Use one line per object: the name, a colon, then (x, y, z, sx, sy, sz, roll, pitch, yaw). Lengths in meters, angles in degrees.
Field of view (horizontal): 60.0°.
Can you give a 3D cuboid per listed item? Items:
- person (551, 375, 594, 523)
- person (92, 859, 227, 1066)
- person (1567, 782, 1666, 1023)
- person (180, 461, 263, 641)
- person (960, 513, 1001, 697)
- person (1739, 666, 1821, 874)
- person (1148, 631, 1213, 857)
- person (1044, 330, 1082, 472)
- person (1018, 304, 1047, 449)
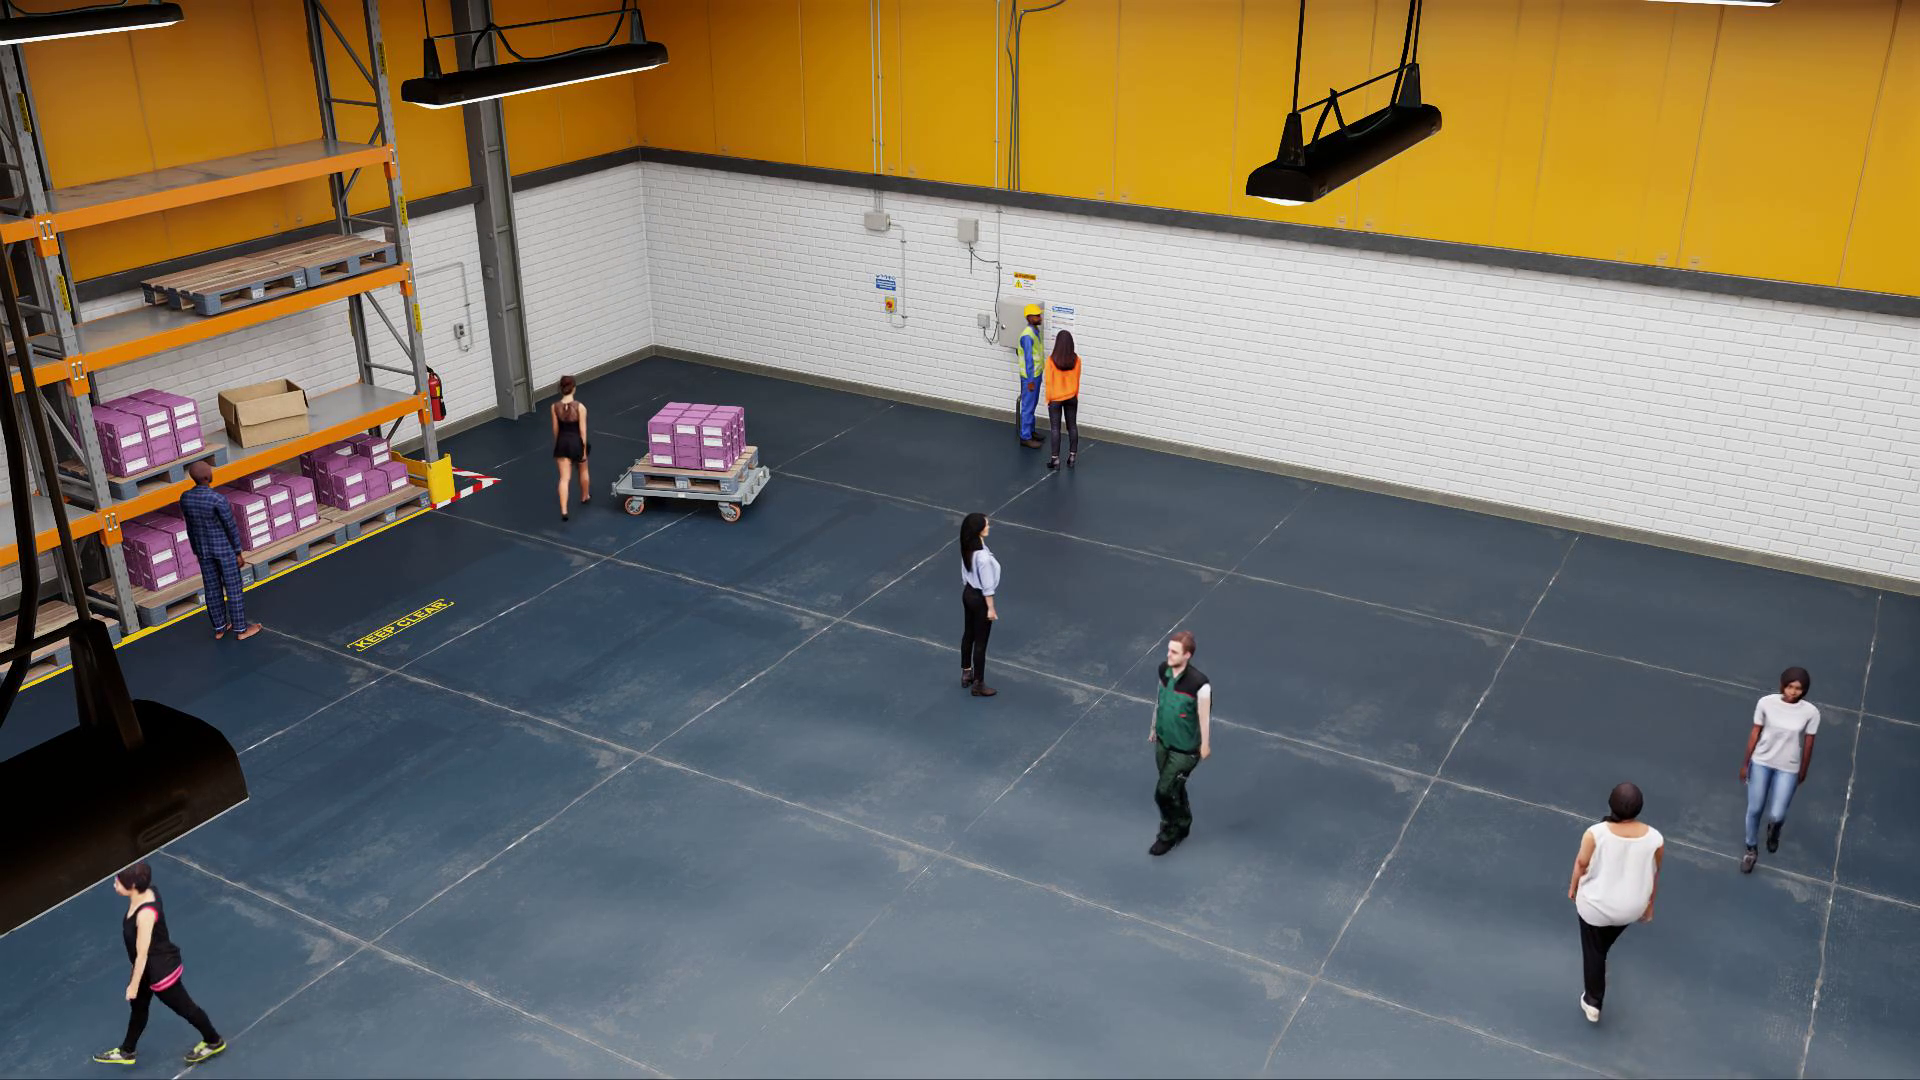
person: (-4.374, -0.990, 18.595, 0.936, 1.632, 1.223, 1, 24, 2)
person: (-4.940, 2.647, 10.414, 1.044, 1.520, 0.843, -14, 27, -28)
person: (4.251, 2.380, 10.861, 0.916, 1.652, 1.146, 3, 24, 7)
person: (-7.101, 0.095, 15.879, 0.743, 1.820, 0.732, 3, 24, 8)
person: (0.153, 0.564, 14.900, 0.750, 1.744, 0.732, -11, 26, -24)
person: (6.089, 1.671, 12.410, 0.609, 1.711, 0.711, 15, 28, 31)
person: (1.716, 1.506, 12.639, 0.865, 1.829, 0.809, -15, 28, -30)
person: (1.244, -1.696, 20.064, 0.692, 1.748, 0.766, -8, 25, -17)
person: (0.900, -2.082, 20.865, 0.777, 1.813, 0.606, 7, 24, 15)
